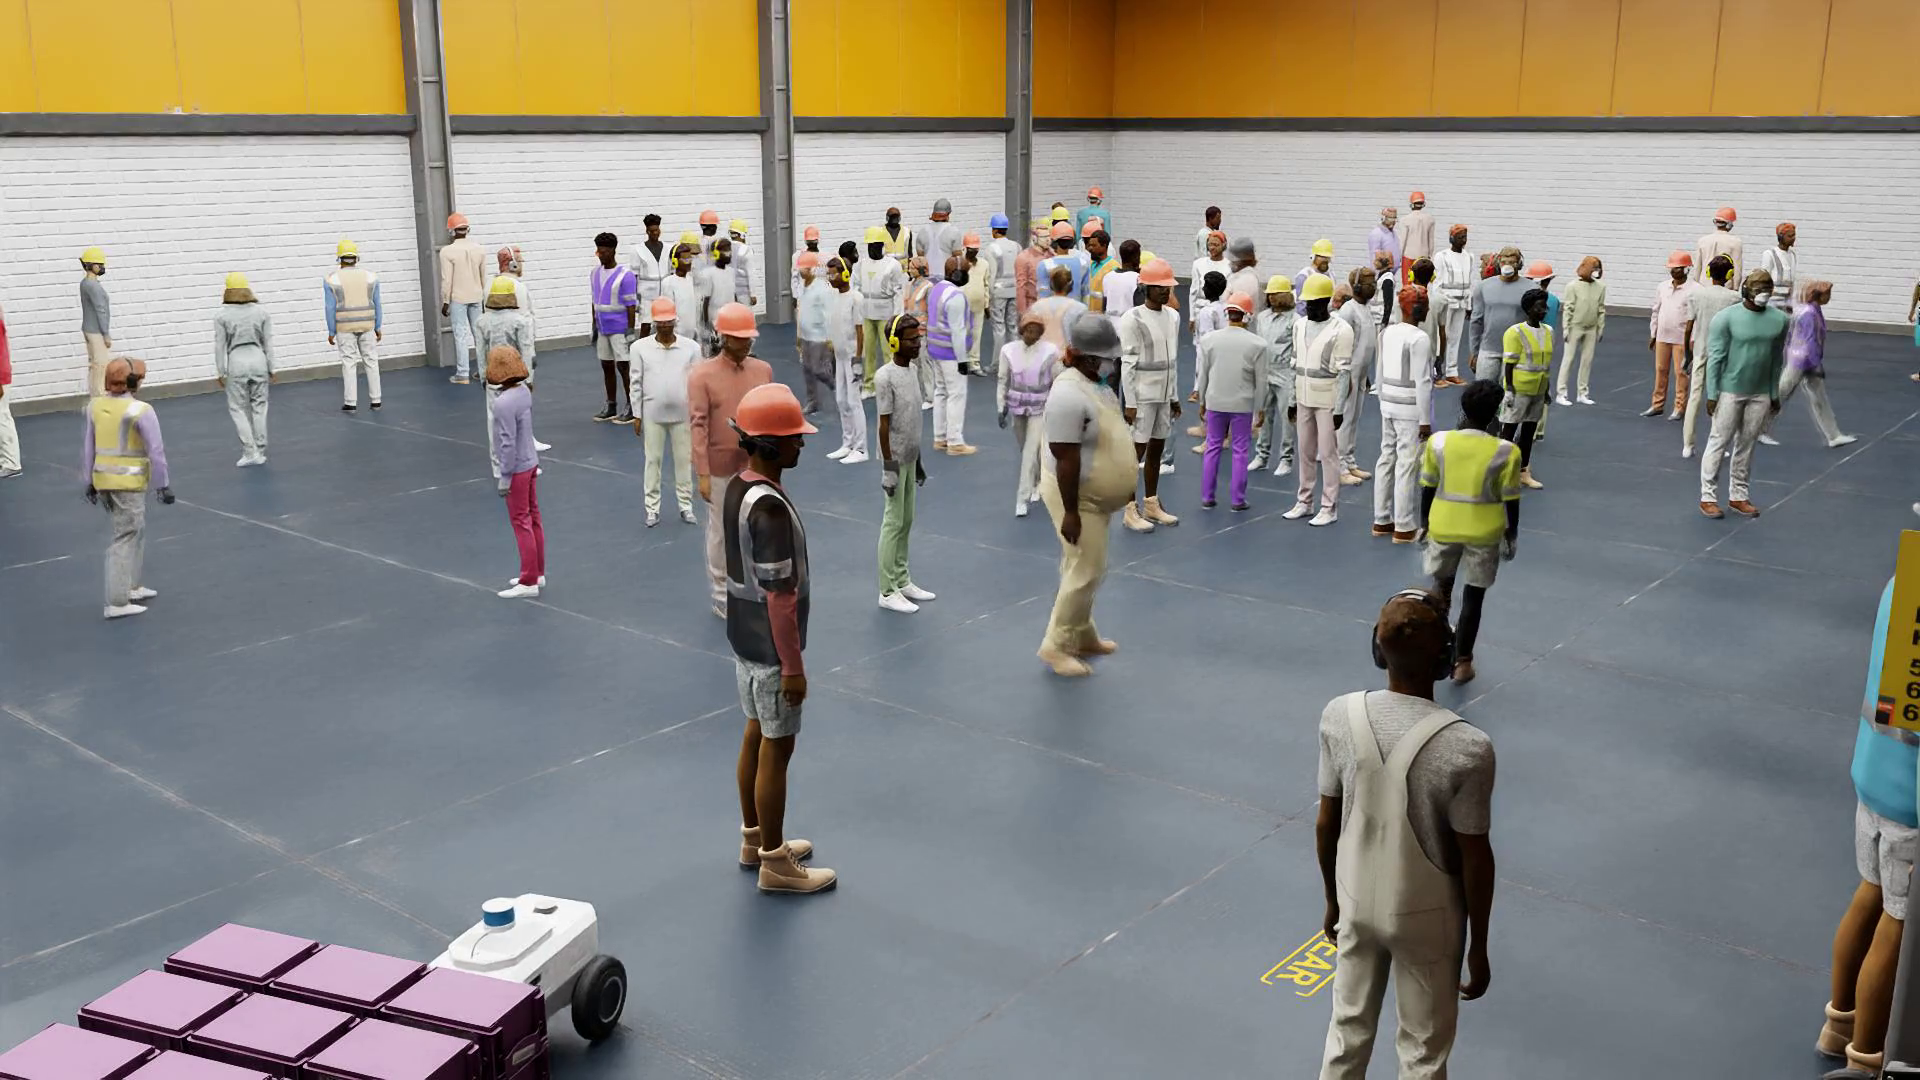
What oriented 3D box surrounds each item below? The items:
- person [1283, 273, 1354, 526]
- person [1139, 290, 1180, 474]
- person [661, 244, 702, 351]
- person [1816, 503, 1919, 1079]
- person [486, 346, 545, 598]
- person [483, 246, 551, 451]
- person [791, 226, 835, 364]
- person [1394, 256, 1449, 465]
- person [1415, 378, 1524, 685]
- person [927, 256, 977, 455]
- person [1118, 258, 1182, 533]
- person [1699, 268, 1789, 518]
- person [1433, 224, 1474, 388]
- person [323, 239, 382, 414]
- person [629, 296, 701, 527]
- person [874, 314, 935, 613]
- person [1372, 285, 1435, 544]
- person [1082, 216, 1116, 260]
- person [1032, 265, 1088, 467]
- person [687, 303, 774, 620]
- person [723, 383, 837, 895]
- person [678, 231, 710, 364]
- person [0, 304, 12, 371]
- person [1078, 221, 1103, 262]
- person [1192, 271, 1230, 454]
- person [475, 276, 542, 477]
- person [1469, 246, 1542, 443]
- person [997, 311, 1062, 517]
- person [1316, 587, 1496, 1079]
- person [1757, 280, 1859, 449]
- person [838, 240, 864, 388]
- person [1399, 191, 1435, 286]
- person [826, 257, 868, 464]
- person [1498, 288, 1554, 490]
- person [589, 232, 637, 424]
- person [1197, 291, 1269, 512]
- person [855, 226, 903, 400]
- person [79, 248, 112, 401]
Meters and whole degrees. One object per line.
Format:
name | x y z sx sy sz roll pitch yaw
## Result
person | 2.720 -1.069 12.698 0.398 1.920 0.586 -9 17 -33
person | 1.757 -1.393 14.568 0.286 1.633 0.500 -3 14 -10
person | -2.732 -1.987 16.470 0.328 1.868 0.517 5 15 20
person | 2.953 0.778 5.089 0.393 2.037 0.605 4 15 15
person | -2.877 -0.440 10.756 0.285 1.634 0.499 1 14 3
person | -4.152 -1.783 15.570 0.639 1.910 0.406 13 19 43
person | -1.877 -3.131 21.268 0.568 1.751 0.329 -2 14 -6
person | 4.089 -1.589 14.878 0.511 1.868 0.328 -1 14 -3
person | 2.762 -0.038 9.036 0.562 1.683 0.369 9 17 32
person | -0.089 -1.712 15.456 0.431 1.829 0.644 -4 15 -17
person | 1.455 -1.086 12.509 0.379 2.044 0.607 13 19 43
person | 6.081 -1.133 12.908 0.629 1.939 0.372 -2 14 -8
person | 5.740 -2.722 19.374 0.576 1.882 0.355 -7 16 -27
person | -6.419 -2.259 17.622 0.590 1.833 0.404 -10 17 -36
person | -2.225 -0.976 12.655 0.559 1.752 0.326 -4 15 -16
person | -0.352 -0.489 10.474 0.327 1.872 0.516 5 15 19
person | 3.254 -0.917 12.156 0.354 1.883 0.573 -5 15 -19
person | 1.652 -3.039 20.591 0.408 1.909 0.642 -6 15 -23
person | 0.894 -1.478 14.518 0.523 1.831 0.411 7 16 27
person | -1.297 -0.424 10.012 0.643 1.961 0.814 -9 17 -33
person | -0.731 0.396 6.588 0.370 2.044 0.608 -5 15 -21
person | -3.276 -2.898 20.355 0.297 1.745 0.484 4 15 16
person | -9.049 -1.657 15.366 0.340 1.760 0.525 12 18 39
person | 1.490 -2.665 19.040 0.370 1.931 0.552 0 14 2
person | 2.352 -1.641 15.428 0.319 1.695 0.539 10 17 35
person | -3.923 -1.407 14.399 0.487 1.743 0.315 2 14 9
person | 4.972 -1.715 15.234 0.627 1.940 0.372 6 15 22
person | 0.570 -1.028 13.195 0.532 1.589 0.851 4 15 17
person | 1.191 1.022 4.486 0.508 1.847 0.345 12 19 41
person | 8.001 -1.643 15.662 0.901 1.584 0.519 12 18 40
person | -1.283 -2.624 19.351 0.318 1.700 0.536 -1 14 -5
person | 7.100 -4.439 26.002 0.622 1.993 0.383 -4 15 -15
person | -1.037 -1.625 15.056 0.344 1.856 0.526 -10 17 -34
person | 4.713 -1.241 13.829 0.530 1.697 0.321 -8 16 -28
person | -3.542 -2.163 16.995 0.609 1.957 0.373 11 18 36
person | 2.152 -1.089 13.134 0.575 1.741 0.355 6 15 23
person | -0.913 -2.482 18.320 0.584 1.929 0.371 8 16 28
person | -8.968 -2.153 17.343 0.329 1.764 0.524 -11 18 -38
